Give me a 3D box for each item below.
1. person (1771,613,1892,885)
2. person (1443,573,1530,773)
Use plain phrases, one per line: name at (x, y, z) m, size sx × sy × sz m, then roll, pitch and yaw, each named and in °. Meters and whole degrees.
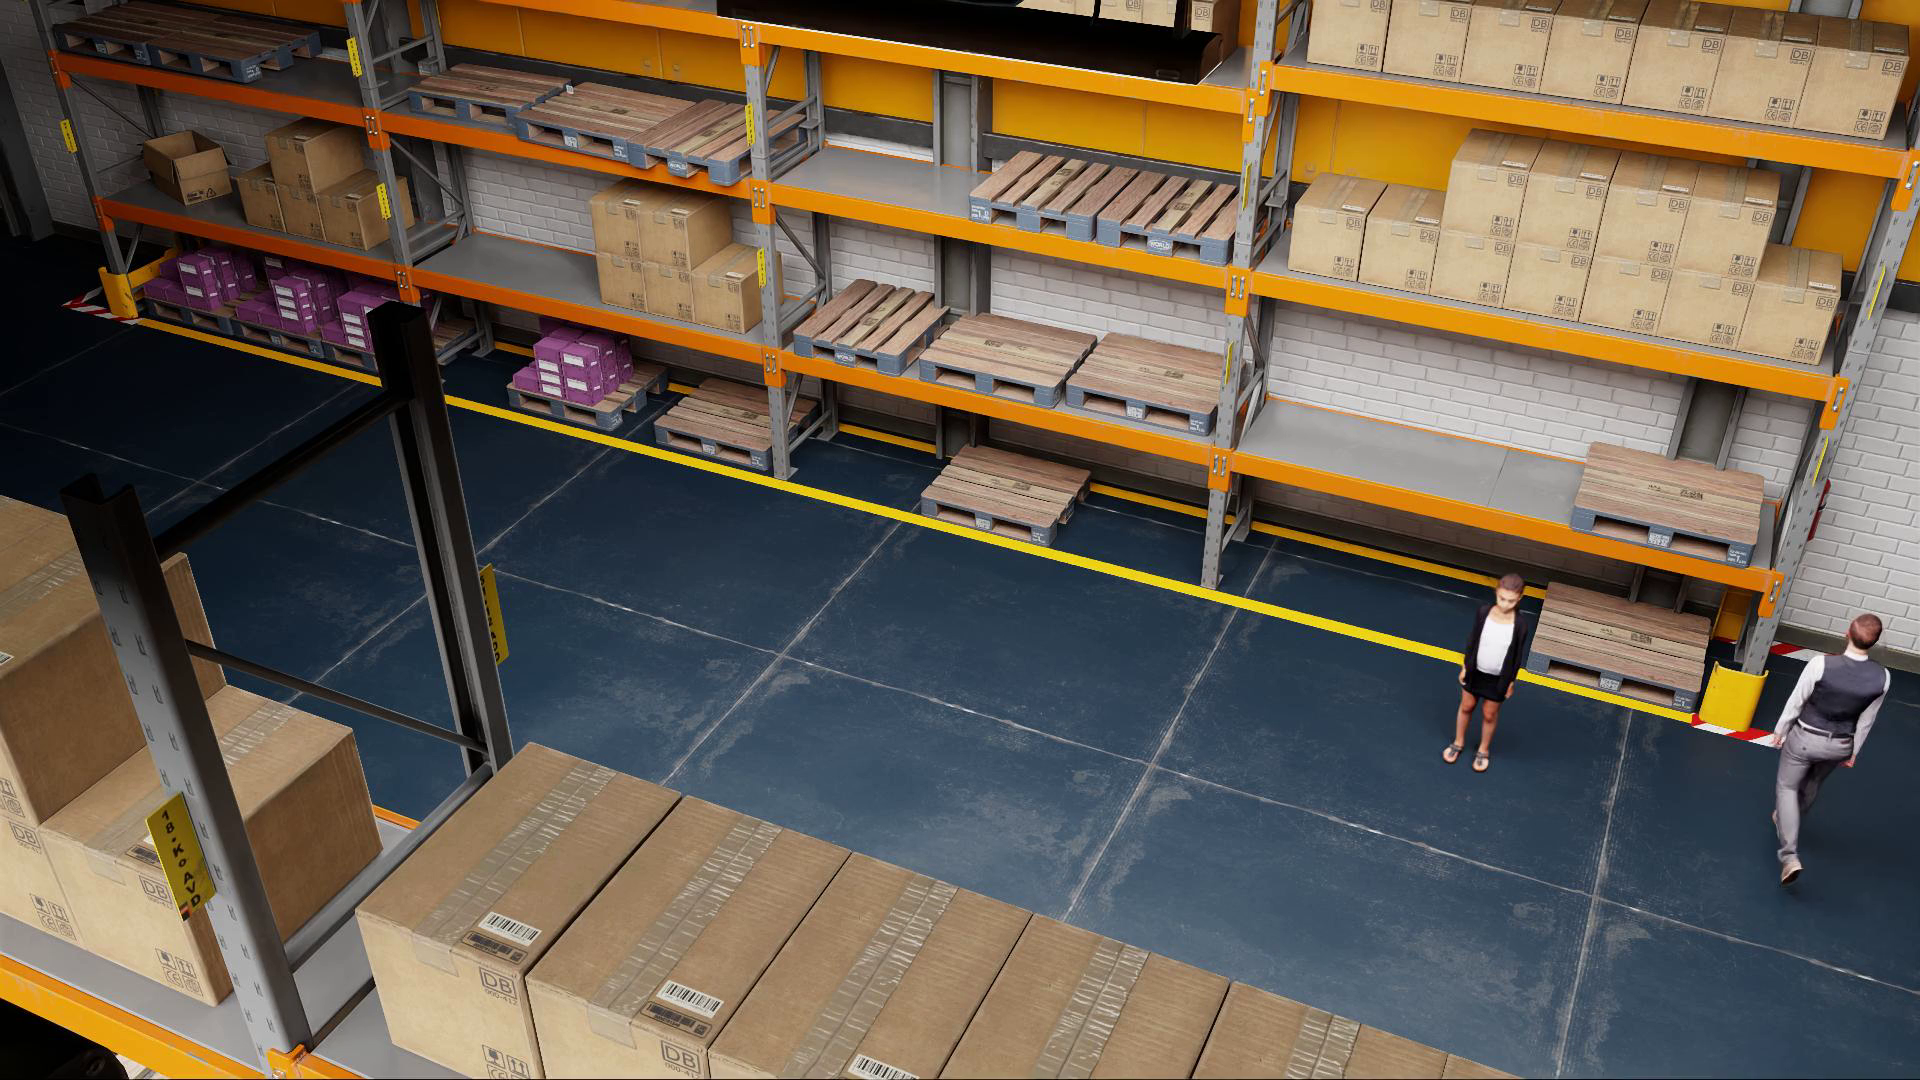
person at (5.384, 1.310, 10.387) m, size 1.112 × 1.910 × 0.858 m, roll 9°, pitch 35°, yaw 13°
person at (3.618, 0.875, 11.361) m, size 0.540 × 1.556 × 0.617 m, roll 20°, pitch 38°, yaw 27°
